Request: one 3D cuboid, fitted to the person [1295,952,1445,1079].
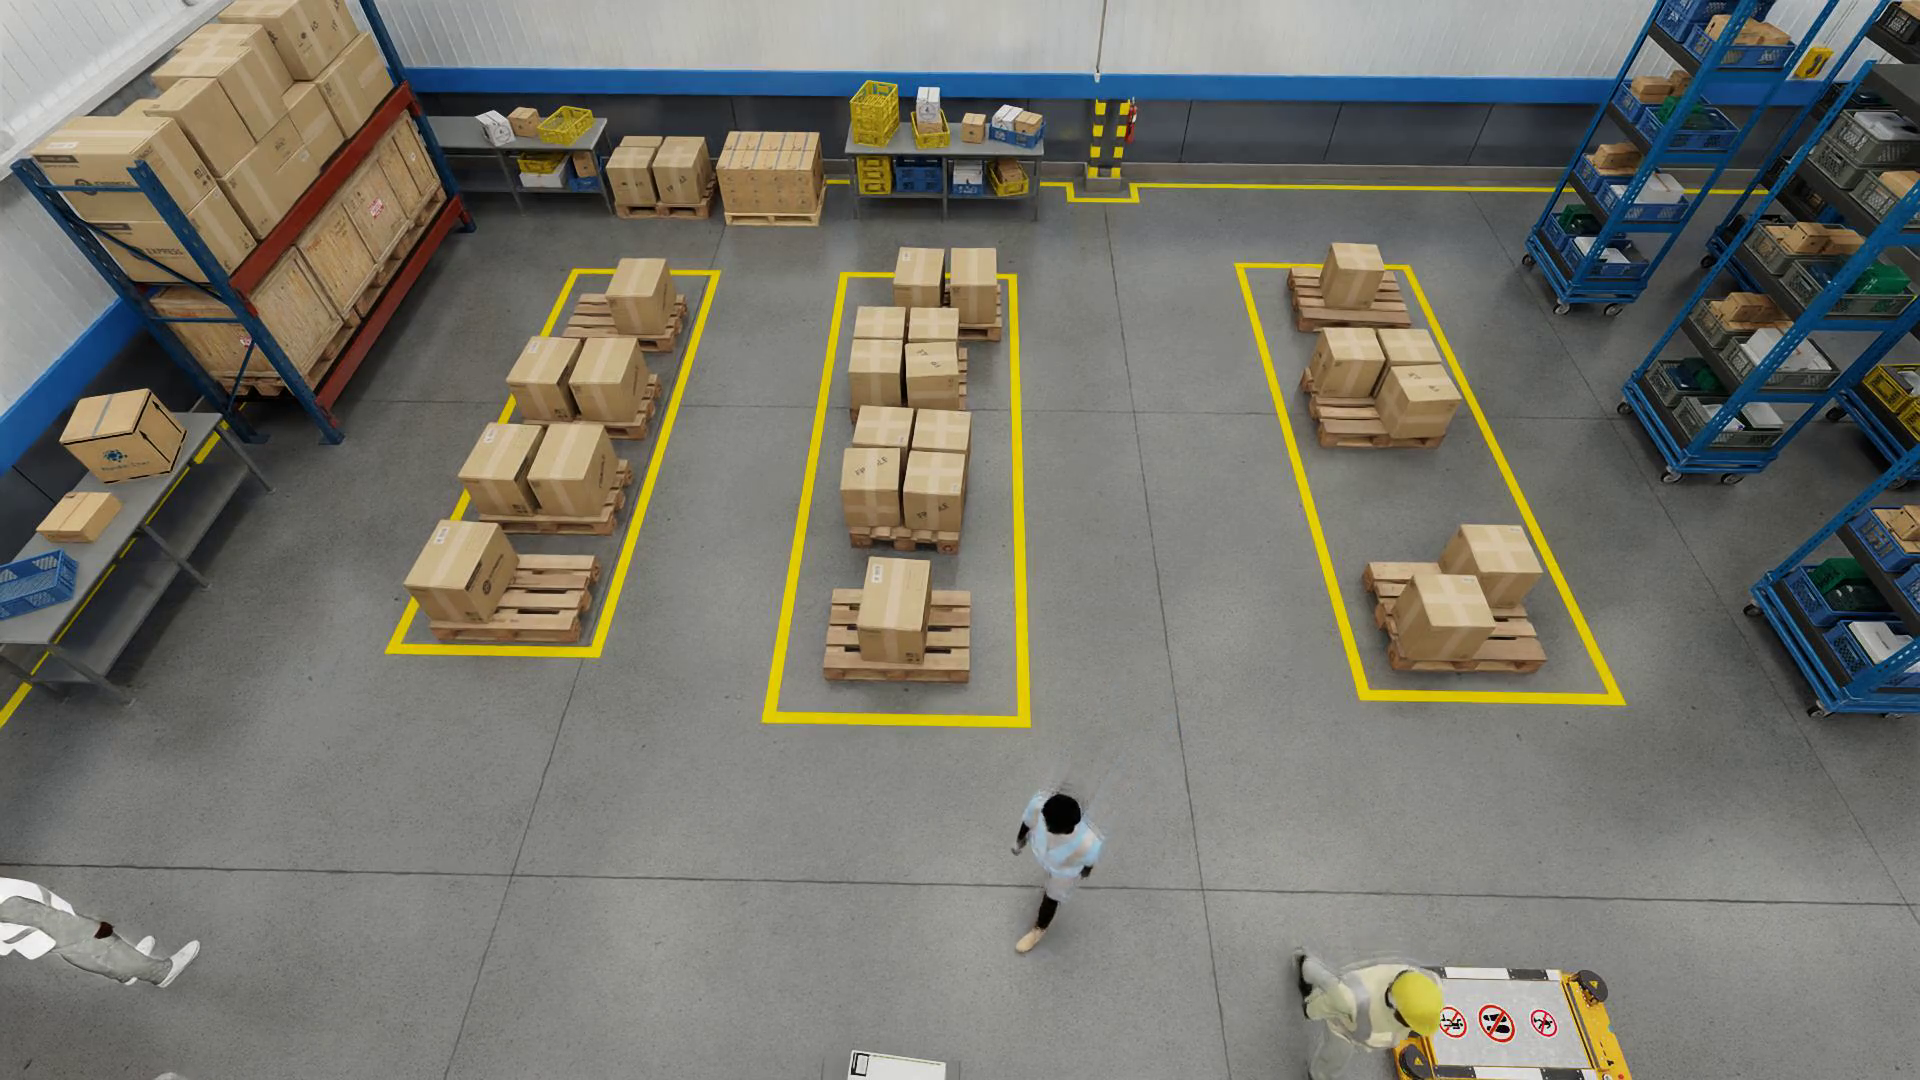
[{"bbox_3d":[2.291,2.662,5.330,0.588,1.795,0.879,-9,51,-8],"label":"person"}]

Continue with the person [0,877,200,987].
[{"bbox_3d":[-5.497,2.323,5.519,0.593,1.920,0.392,5,51,4],"label":"person"}]

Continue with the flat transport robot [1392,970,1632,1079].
[{"bbox_3d":[3.501,3.133,5.914,1.431,0.197,0.652,1,51,1],"label":"flat transport robot"}]

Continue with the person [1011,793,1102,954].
[{"bbox_3d":[0.624,2.019,5.939,0.833,1.652,0.533,-37,60,-26],"label":"person"}]

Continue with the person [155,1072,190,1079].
[{"bbox_3d":[-3.835,3.173,4.864,0.331,1.862,0.507,-23,55,-18],"label":"person"}]
